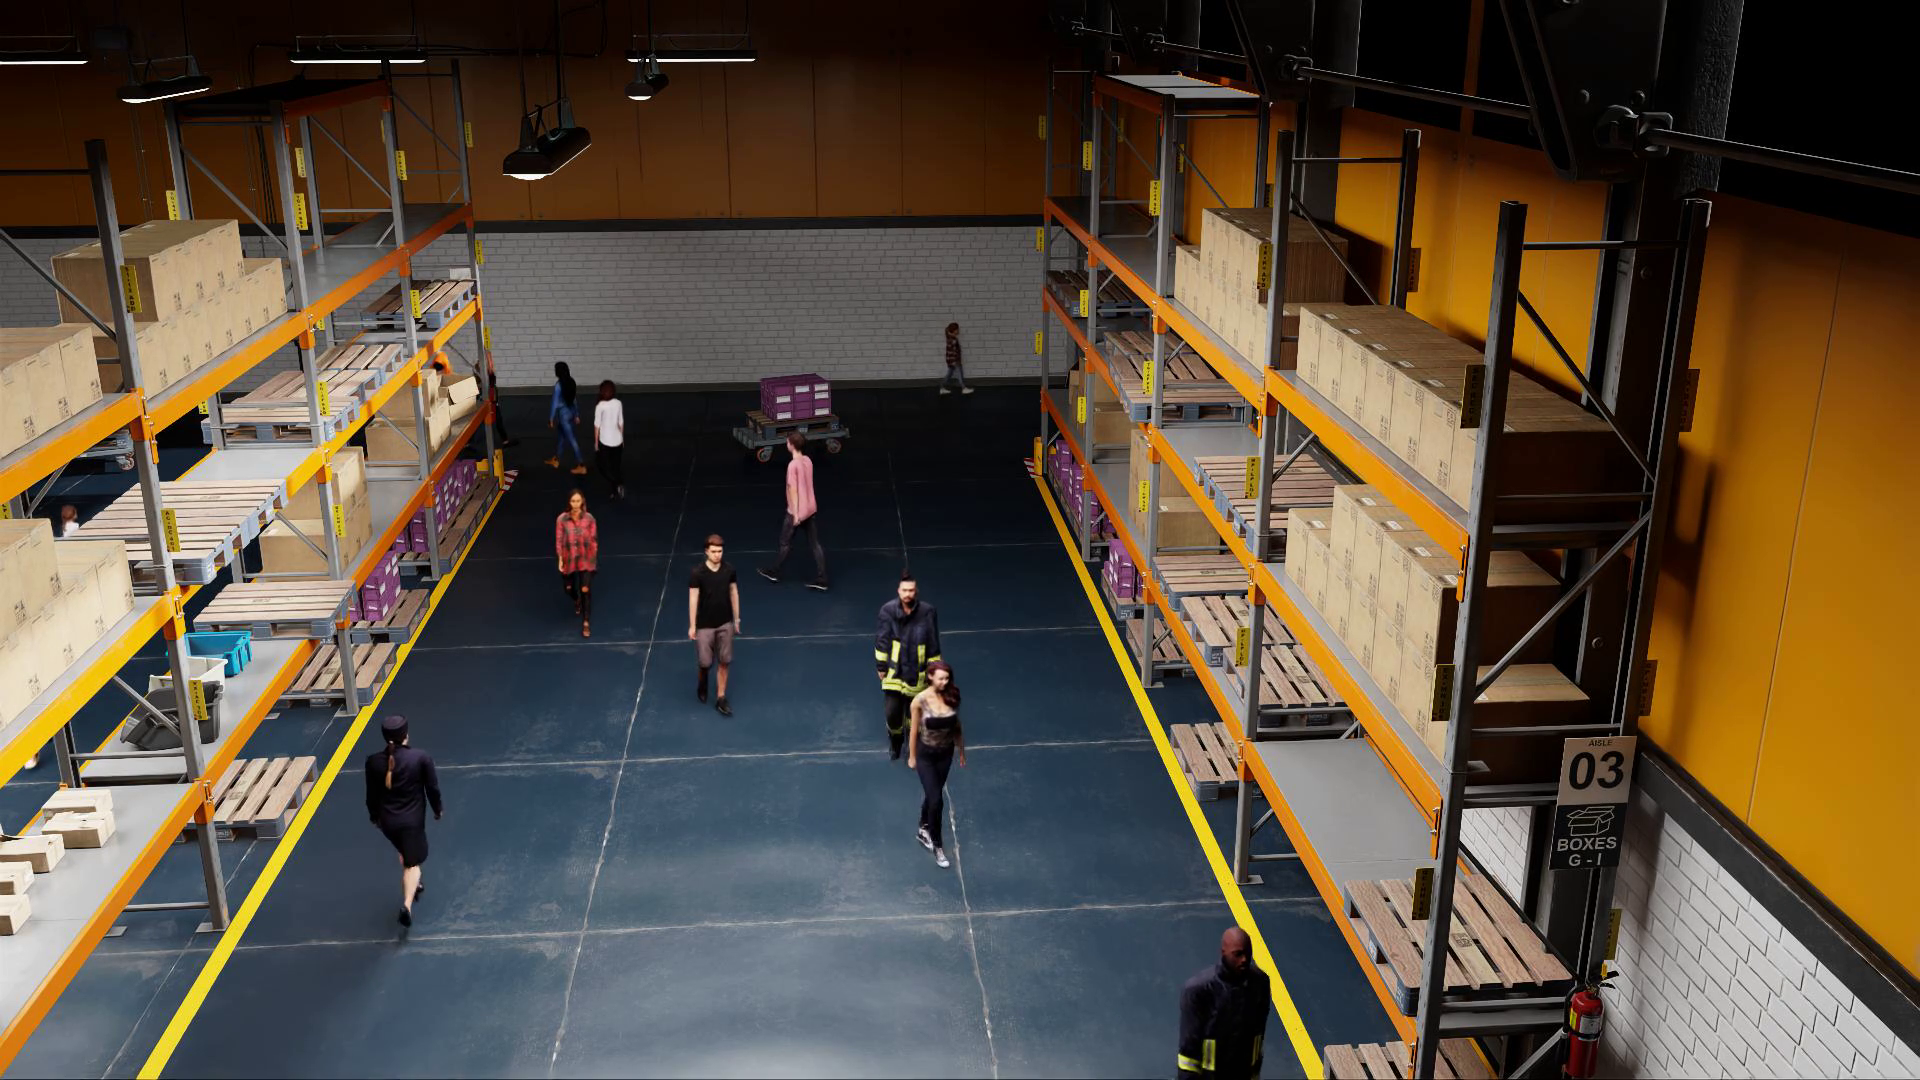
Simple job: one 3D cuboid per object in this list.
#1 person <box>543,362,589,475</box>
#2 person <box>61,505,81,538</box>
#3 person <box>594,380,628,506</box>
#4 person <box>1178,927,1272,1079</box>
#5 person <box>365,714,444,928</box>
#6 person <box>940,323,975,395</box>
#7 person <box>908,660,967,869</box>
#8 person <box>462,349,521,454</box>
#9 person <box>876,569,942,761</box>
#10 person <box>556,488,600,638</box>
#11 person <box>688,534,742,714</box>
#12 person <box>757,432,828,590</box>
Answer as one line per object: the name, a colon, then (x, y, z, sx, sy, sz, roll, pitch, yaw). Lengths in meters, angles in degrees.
person: (-5.728, -1.779, 24.577, 0.944, 1.687, 1.048, 6, 19, 16)
person: (-10.746, 0.080, 20.111, 0.570, 1.014, 0.681, 8, 20, 21)
person: (-4.790, -1.310, 23.035, 0.940, 1.783, 0.869, 17, 25, 41)
person: (1.518, 3.094, 9.924, 0.786, 1.802, 1.109, -4, 19, -11)
person: (-4.304, 2.201, 12.831, 0.709, 1.640, 1.032, -1, 19, -2)
person: (-0.172, -3.181, 29.378, 0.731, 1.280, 0.831, -6, 20, -18)
person: (-0.262, 1.792, 13.882, 0.823, 1.744, 0.971, -10, 21, -28)
person: (-7.397, -2.110, 25.595, 1.104, 1.664, 1.173, -14, 23, -36)
person: (-0.492, 1.143, 15.646, 0.769, 1.850, 0.708, -1, 19, -2)
person: (-4.279, 0.224, 18.626, 0.640, 1.689, 0.855, -3, 19, -9)
person: (-2.484, 0.805, 16.641, 0.875, 1.854, 0.962, -10, 21, -26)
person: (-1.804, -0.305, 19.852, 1.117, 1.909, 1.204, 9, 21, 25)
